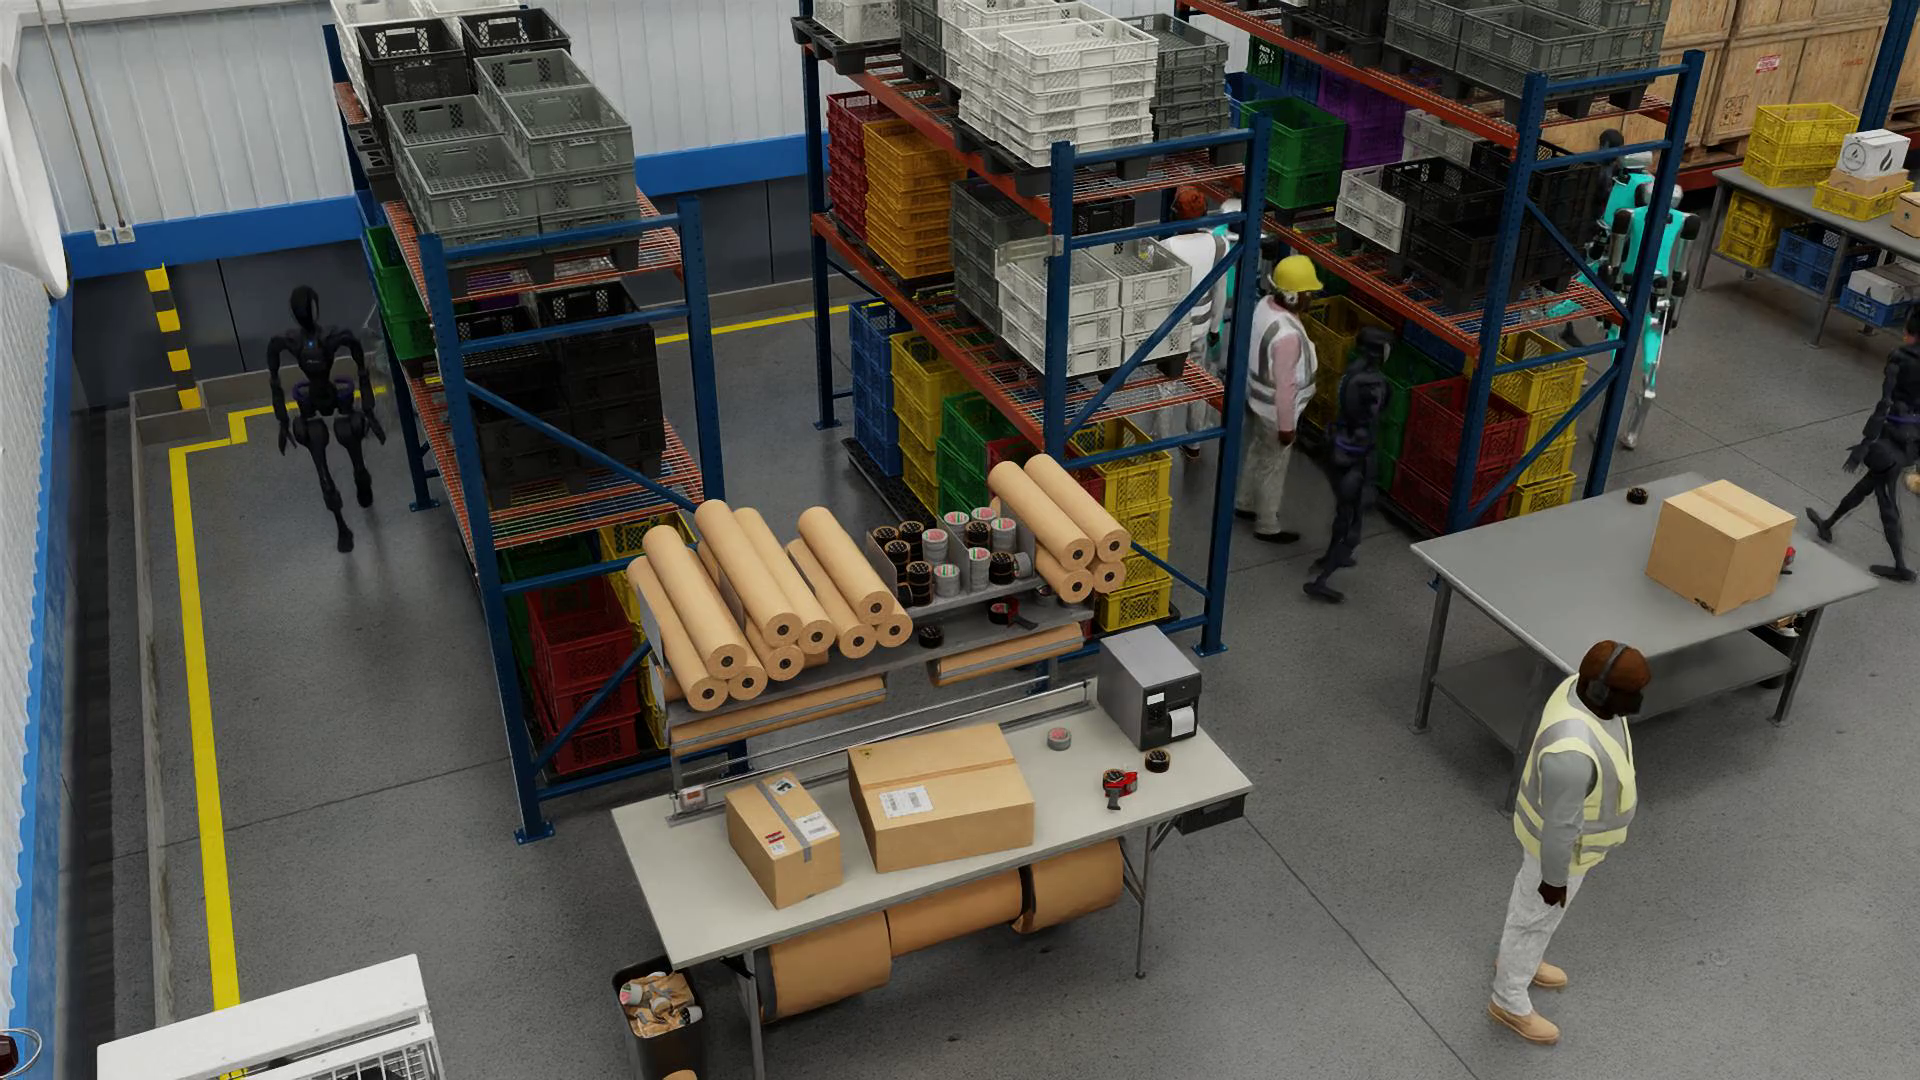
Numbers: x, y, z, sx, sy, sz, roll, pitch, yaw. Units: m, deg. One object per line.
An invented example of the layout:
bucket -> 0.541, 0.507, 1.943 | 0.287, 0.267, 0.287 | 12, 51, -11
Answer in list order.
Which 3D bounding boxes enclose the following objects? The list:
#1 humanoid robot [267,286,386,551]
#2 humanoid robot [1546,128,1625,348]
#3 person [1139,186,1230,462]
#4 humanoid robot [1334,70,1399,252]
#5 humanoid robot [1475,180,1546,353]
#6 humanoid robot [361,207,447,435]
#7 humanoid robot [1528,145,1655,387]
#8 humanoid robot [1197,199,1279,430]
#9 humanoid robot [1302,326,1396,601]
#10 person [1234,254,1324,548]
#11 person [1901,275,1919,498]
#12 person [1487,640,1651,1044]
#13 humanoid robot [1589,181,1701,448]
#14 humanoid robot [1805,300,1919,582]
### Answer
humanoid robot -> -3.771, -0.777, 9.898 | 0.609, 1.632, 0.594 | -9, 33, -14
humanoid robot -> 4.608, -2.288, 12.354 | 0.601, 1.634, 0.602 | -9, 33, -15
person -> 1.406, -1.343, 10.612 | 0.582, 1.882, 0.351 | -11, 33, -17
humanoid robot -> 3.325, -3.084, 13.603 | 0.530, 1.793, 0.801 | 10, 33, 15
humanoid robot -> 3.748, -1.737, 11.434 | 0.599, 1.657, 0.315 | -4, 32, -7
humanoid robot -> -3.787, -1.518, 11.114 | 0.832, 1.869, 0.548 | -24, 39, -34
humanoid robot -> 4.319, -1.903, 11.576 | 0.741, 1.696, 0.534 | -1, 32, -1
humanoid robot -> 1.794, -1.471, 10.940 | 0.534, 1.751, 0.753 | 7, 32, 11
humanoid robot -> 2.181, -0.451, 9.369 | 0.421, 1.636, 0.590 | -1, 32, -2
person -> 1.886, -0.823, 9.818 | 0.404, 1.831, 0.599 | -2, 32, -4
person -> 6.102, -1.181, 10.245 | 0.622, 1.998, 0.566 | -2, 32, -3
person -> 2.403, 1.168, 6.576 | 0.429, 1.840, 0.630 | 14, 34, 21
humanoid robot -> 4.408, -1.404, 10.778 | 0.530, 1.711, 0.747 | 8, 32, 12
humanoid robot -> 5.409, -0.598, 9.645 | 0.617, 1.618, 0.788 | -18, 36, -27
